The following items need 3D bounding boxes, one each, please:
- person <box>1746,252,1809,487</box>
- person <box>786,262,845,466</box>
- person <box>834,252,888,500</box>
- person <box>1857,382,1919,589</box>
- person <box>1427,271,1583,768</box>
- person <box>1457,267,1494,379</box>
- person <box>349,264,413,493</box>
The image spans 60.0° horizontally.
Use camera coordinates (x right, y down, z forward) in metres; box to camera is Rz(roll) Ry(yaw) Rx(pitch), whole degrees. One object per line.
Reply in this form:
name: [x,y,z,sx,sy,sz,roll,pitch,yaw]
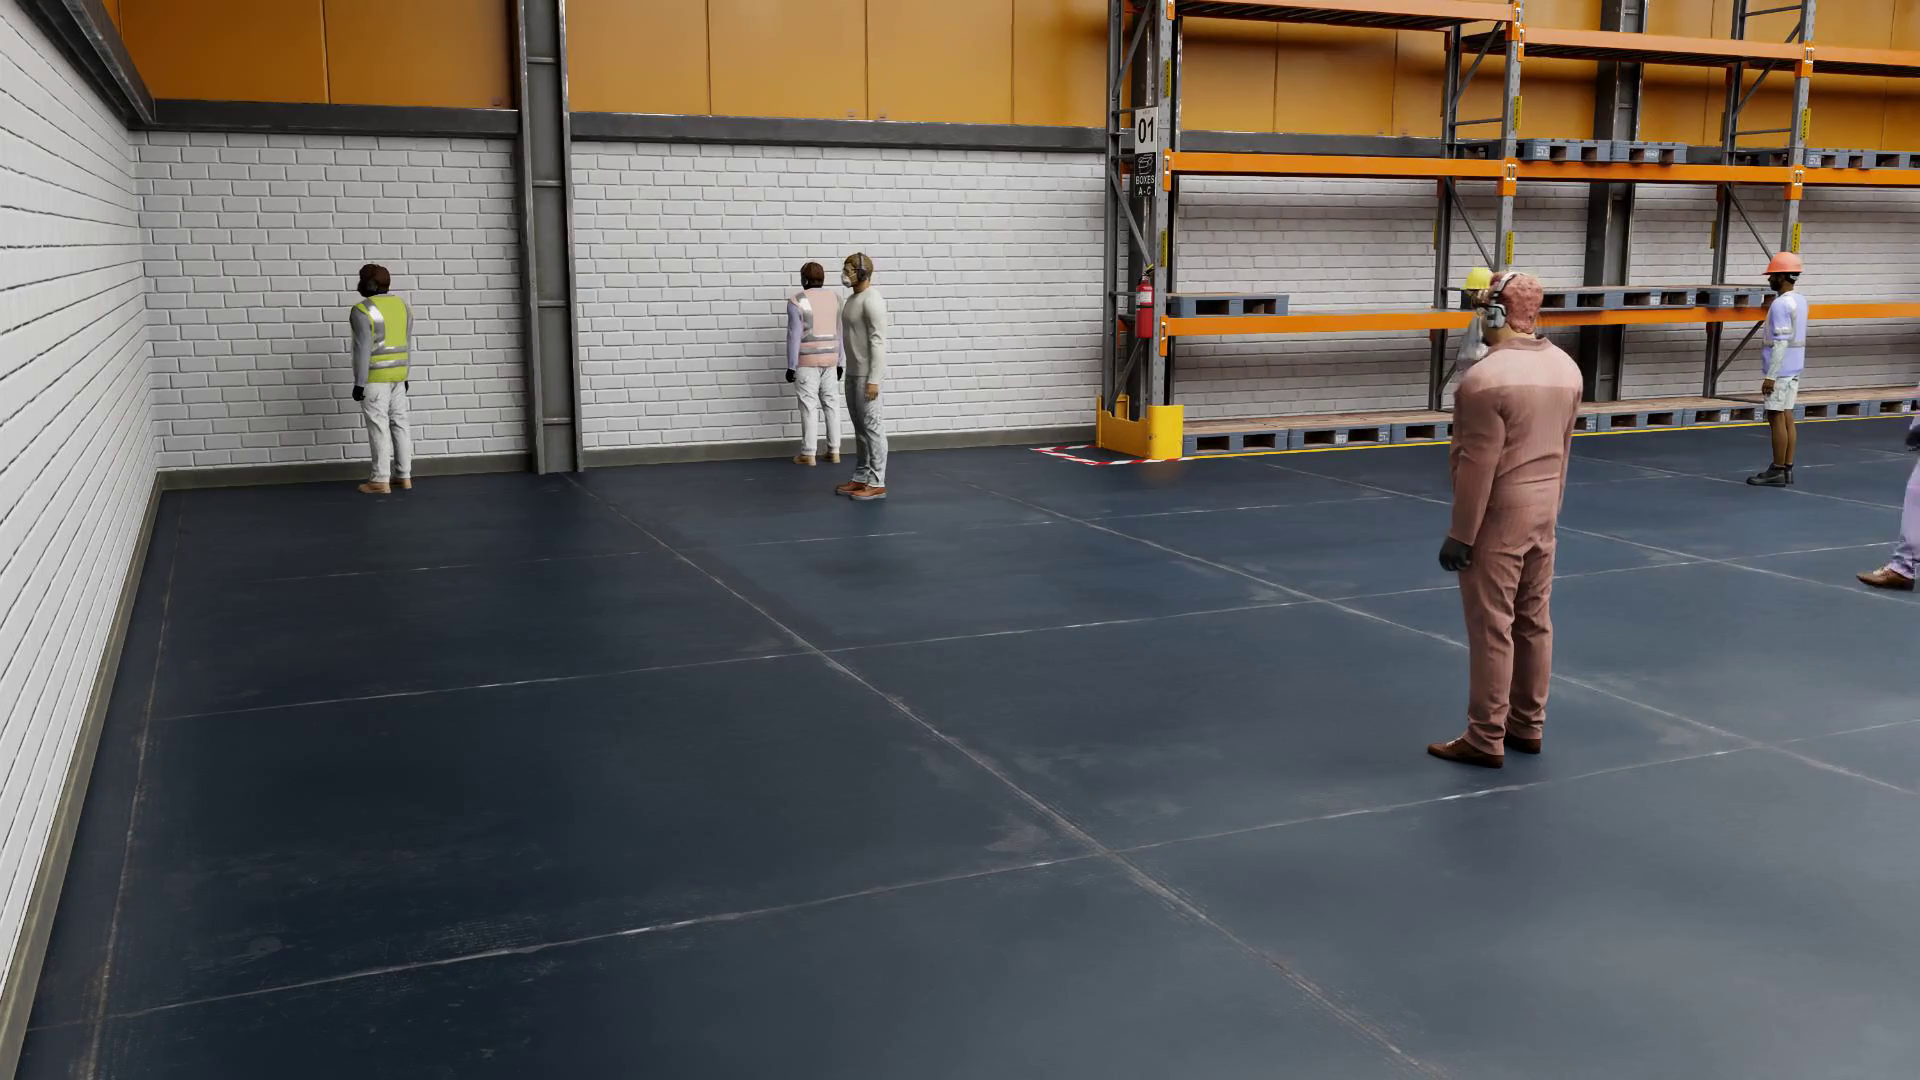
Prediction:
person: [6.775,-1.407,13.787,0.374,1.935,0.552,9,14,42]
person: [-1.326,-1.600,15.128,0.630,1.842,0.429,-8,13,-38]
person: [-0.765,-1.286,13.111,0.377,1.940,0.628,-4,11,-21]
person: [5.629,-0.636,9.648,0.820,1.881,0.661,4,11,20]
person: [2.091,-0.076,6.452,0.636,1.911,0.405,-8,13,-37]
person: [4.219,-1.290,13.478,0.425,1.817,0.610,2,10,11]
person: [-4.692,-1.300,13.455,0.429,1.843,0.633,4,11,20]
